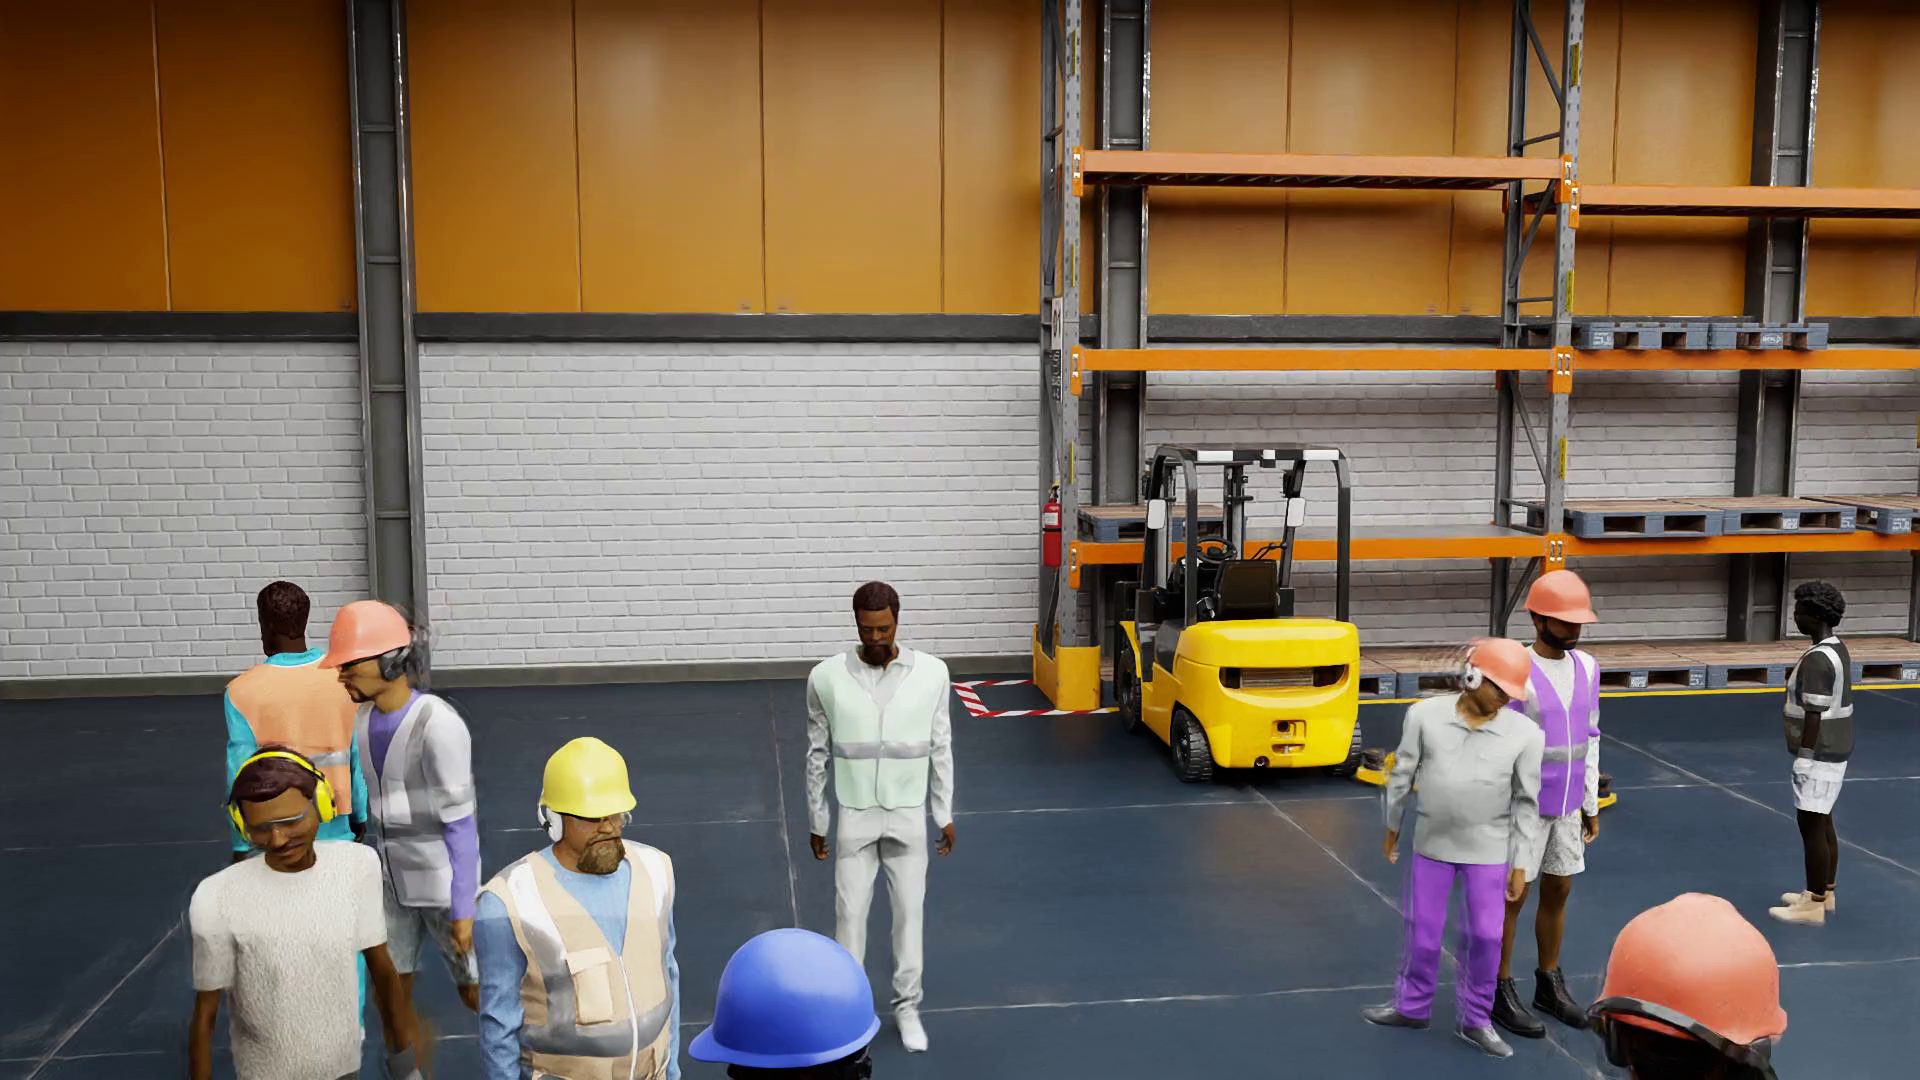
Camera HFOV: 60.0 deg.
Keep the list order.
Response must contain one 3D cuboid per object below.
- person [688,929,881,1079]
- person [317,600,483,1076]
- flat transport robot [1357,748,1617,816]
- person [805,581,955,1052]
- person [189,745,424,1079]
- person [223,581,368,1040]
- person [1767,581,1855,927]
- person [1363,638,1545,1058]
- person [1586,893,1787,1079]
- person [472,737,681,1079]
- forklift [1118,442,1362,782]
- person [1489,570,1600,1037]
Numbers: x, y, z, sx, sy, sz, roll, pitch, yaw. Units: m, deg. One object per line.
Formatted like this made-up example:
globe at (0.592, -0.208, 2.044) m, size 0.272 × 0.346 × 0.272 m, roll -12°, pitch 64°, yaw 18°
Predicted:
person at (-0.209, 1.559, 2.633) m, size 0.415 × 1.939 × 0.604 m, roll 2°, pitch 7°, yaw 20°
person at (-1.801, 1.174, 5.838) m, size 0.630 × 1.994 × 0.812 m, roll 5°, pitch 8°, yaw 38°
flat transport robot at (3.295, 1.489, 10.463) m, size 0.652 × 0.197 × 1.431 m, roll -6°, pitch 9°, yaw -43°
person at (-0.320, 1.103, 6.744) m, size 0.606 × 1.910 × 0.423 m, roll -1°, pitch 7°, yaw -7°
person at (-1.692, 1.412, 4.297) m, size 0.434 × 1.848 × 0.551 m, roll 5°, pitch 8°, yaw 35°
person at (-2.627, 1.115, 6.639) m, size 0.393 × 1.911 × 0.587 m, roll 6°, pitch 9°, yaw 40°
person at (4.229, 1.046, 8.209) m, size 0.320 × 1.686 × 0.539 m, roll 4°, pitch 8°, yaw 34°
person at (1.951, 1.213, 6.676) m, size 0.703 × 1.706 × 0.352 m, roll 3°, pitch 7°, yaw 28°
person at (0.999, 1.547, 2.454) m, size 0.617 × 2.017 × 0.856 m, roll 6°, pitch 9°, yaw 44°
person at (-0.958, 1.414, 4.338) m, size 0.404 × 1.833 × 0.589 m, roll 6°, pitch 9°, yaw 44°
forklift at (1.912, 0.418, 11.496) m, size 1.214 × 2.155 × 2.313 m, roll -1°, pitch 7°, yaw -8°
person at (2.423, 1.079, 6.862) m, size 0.544 × 1.930 × 0.388 m, roll -3°, pitch 7°, yaw -22°
